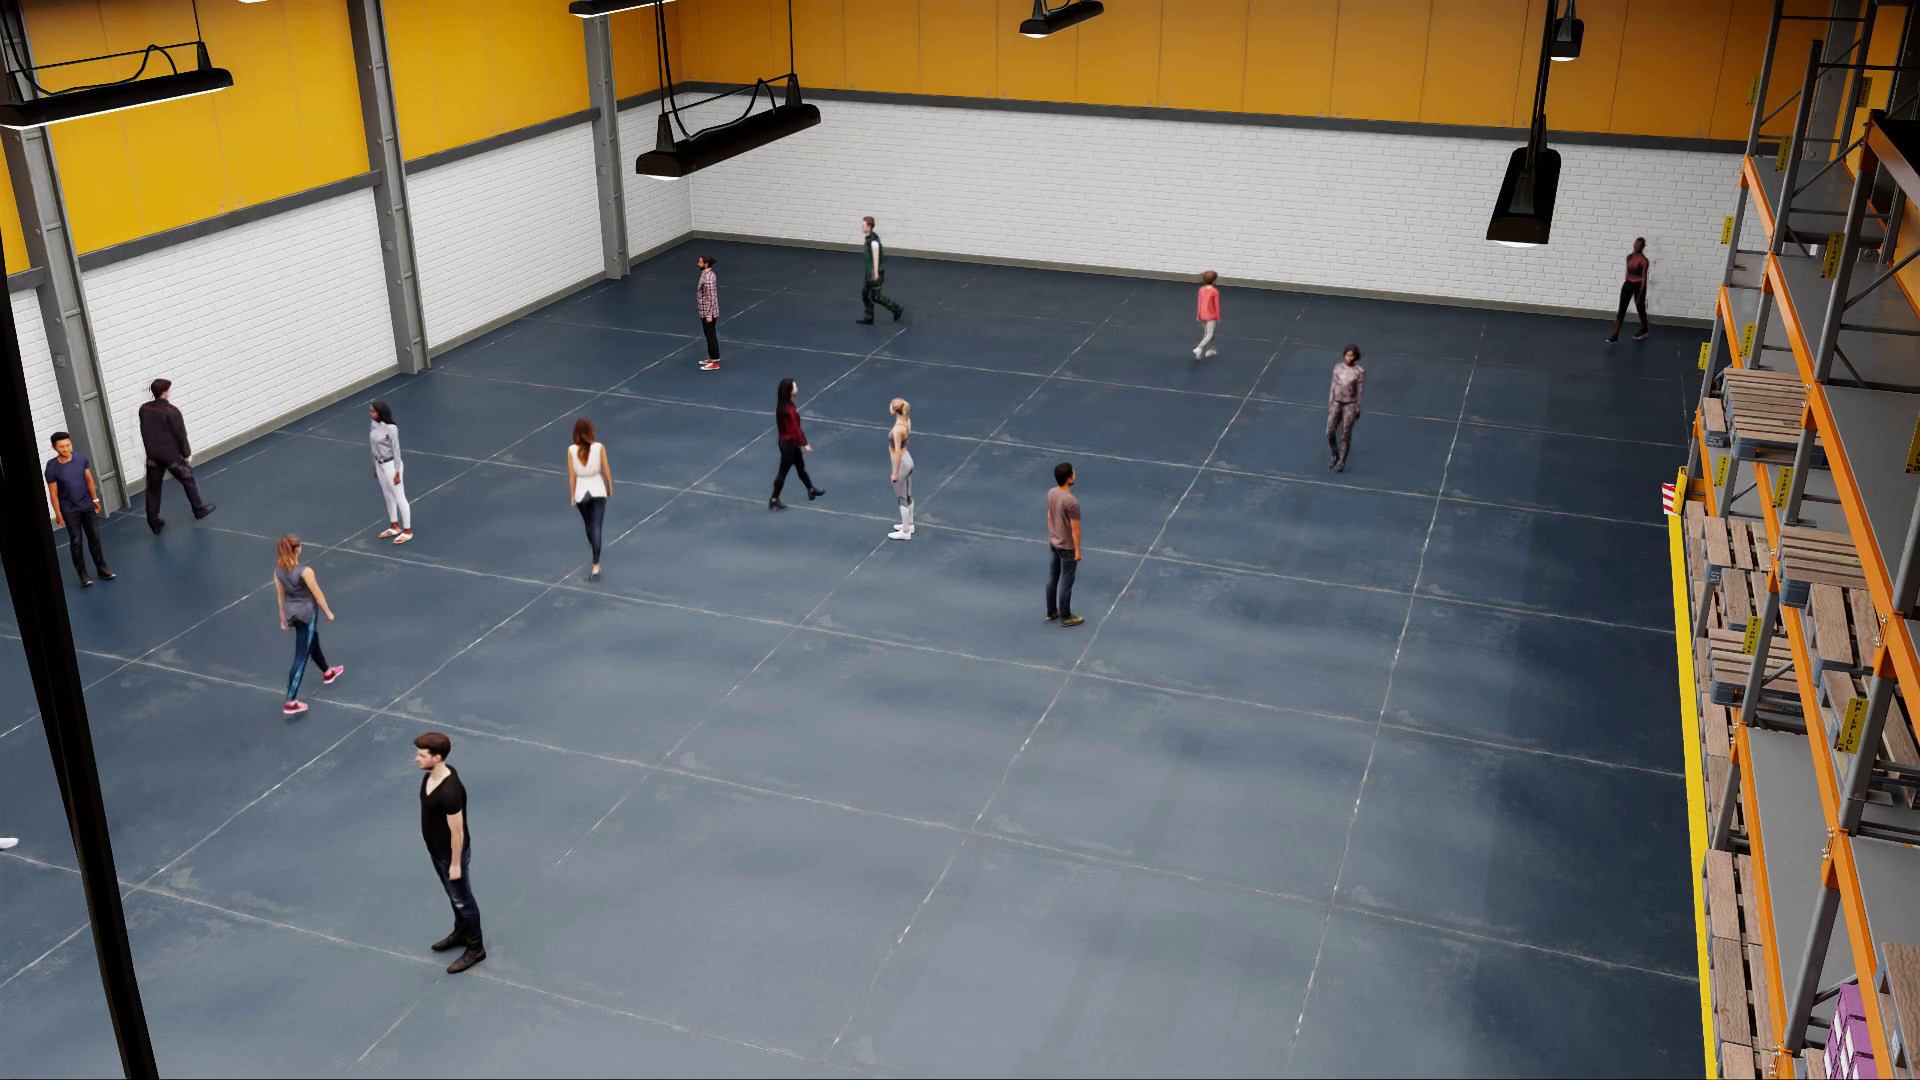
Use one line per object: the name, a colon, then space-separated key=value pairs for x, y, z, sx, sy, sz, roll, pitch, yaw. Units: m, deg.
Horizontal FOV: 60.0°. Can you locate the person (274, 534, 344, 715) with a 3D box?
person: x=-6.205 y=0.813 z=15.582 sx=0.565 sy=1.675 sz=1.169 roll=8 pitch=25 yaw=19

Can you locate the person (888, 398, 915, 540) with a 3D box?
person: x=-0.673 y=-0.840 z=19.325 sx=0.621 sy=1.706 sz=0.450 roll=7 pitch=24 yaw=15

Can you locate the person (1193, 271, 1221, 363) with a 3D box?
person: x=3.804 y=-3.443 z=25.663 sx=0.961 sy=1.400 sz=0.763 roll=-22 pitch=32 yaw=-40

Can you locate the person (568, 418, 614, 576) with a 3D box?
person: x=-4.075 y=-0.443 z=18.377 sx=0.945 sy=1.738 sz=1.194 roll=-3 pitch=24 yaw=-8

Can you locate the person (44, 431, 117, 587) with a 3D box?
person: x=-9.651 y=-0.371 z=18.154 sx=0.754 sy=1.785 sz=0.583 roll=16 pitch=28 yaw=32

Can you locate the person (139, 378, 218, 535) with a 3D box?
person: x=-9.351 y=-0.953 z=19.474 sx=0.858 sy=1.794 sz=1.032 roll=-1 pitch=24 yaw=-2

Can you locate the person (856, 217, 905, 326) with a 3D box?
person: x=-1.336 y=-4.403 z=27.340 sx=1.046 sy=1.815 sz=1.074 roll=-4 pitch=24 yaw=-10

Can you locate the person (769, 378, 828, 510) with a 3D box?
person: x=-2.136 y=-1.120 z=20.066 sx=1.007 sy=1.626 sz=1.004 roll=-8 pitch=25 yaw=-17

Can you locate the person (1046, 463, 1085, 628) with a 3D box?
person: x=1.061 y=0.034 z=17.233 sx=0.732 sy=1.779 sz=0.710 roll=-16 pitch=28 yaw=-32

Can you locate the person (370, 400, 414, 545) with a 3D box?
person: x=-6.600 y=-0.817 z=19.251 sx=0.656 sy=1.722 sz=0.632 roll=18 pitch=30 yaw=36

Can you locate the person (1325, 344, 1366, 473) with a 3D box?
person: x=4.961 y=-1.709 z=21.318 sx=0.641 sy=1.701 sz=0.665 roll=13 pitch=27 yaw=27

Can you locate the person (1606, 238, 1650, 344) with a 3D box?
person: x=10.807 y=-3.970 z=26.499 sx=1.295 sy=1.696 sz=1.085 roll=-15 pitch=28 yaw=-31

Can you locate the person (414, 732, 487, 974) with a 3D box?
person: x=-3.697 y=2.230 z=12.065 sx=0.780 sy=1.897 sz=0.760 roll=-16 pitch=28 yaw=-32

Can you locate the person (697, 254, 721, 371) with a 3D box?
person: x=-3.832 y=-3.484 z=25.305 sx=0.853 sy=1.761 sz=0.746 roll=-6 pitch=24 yaw=-13
